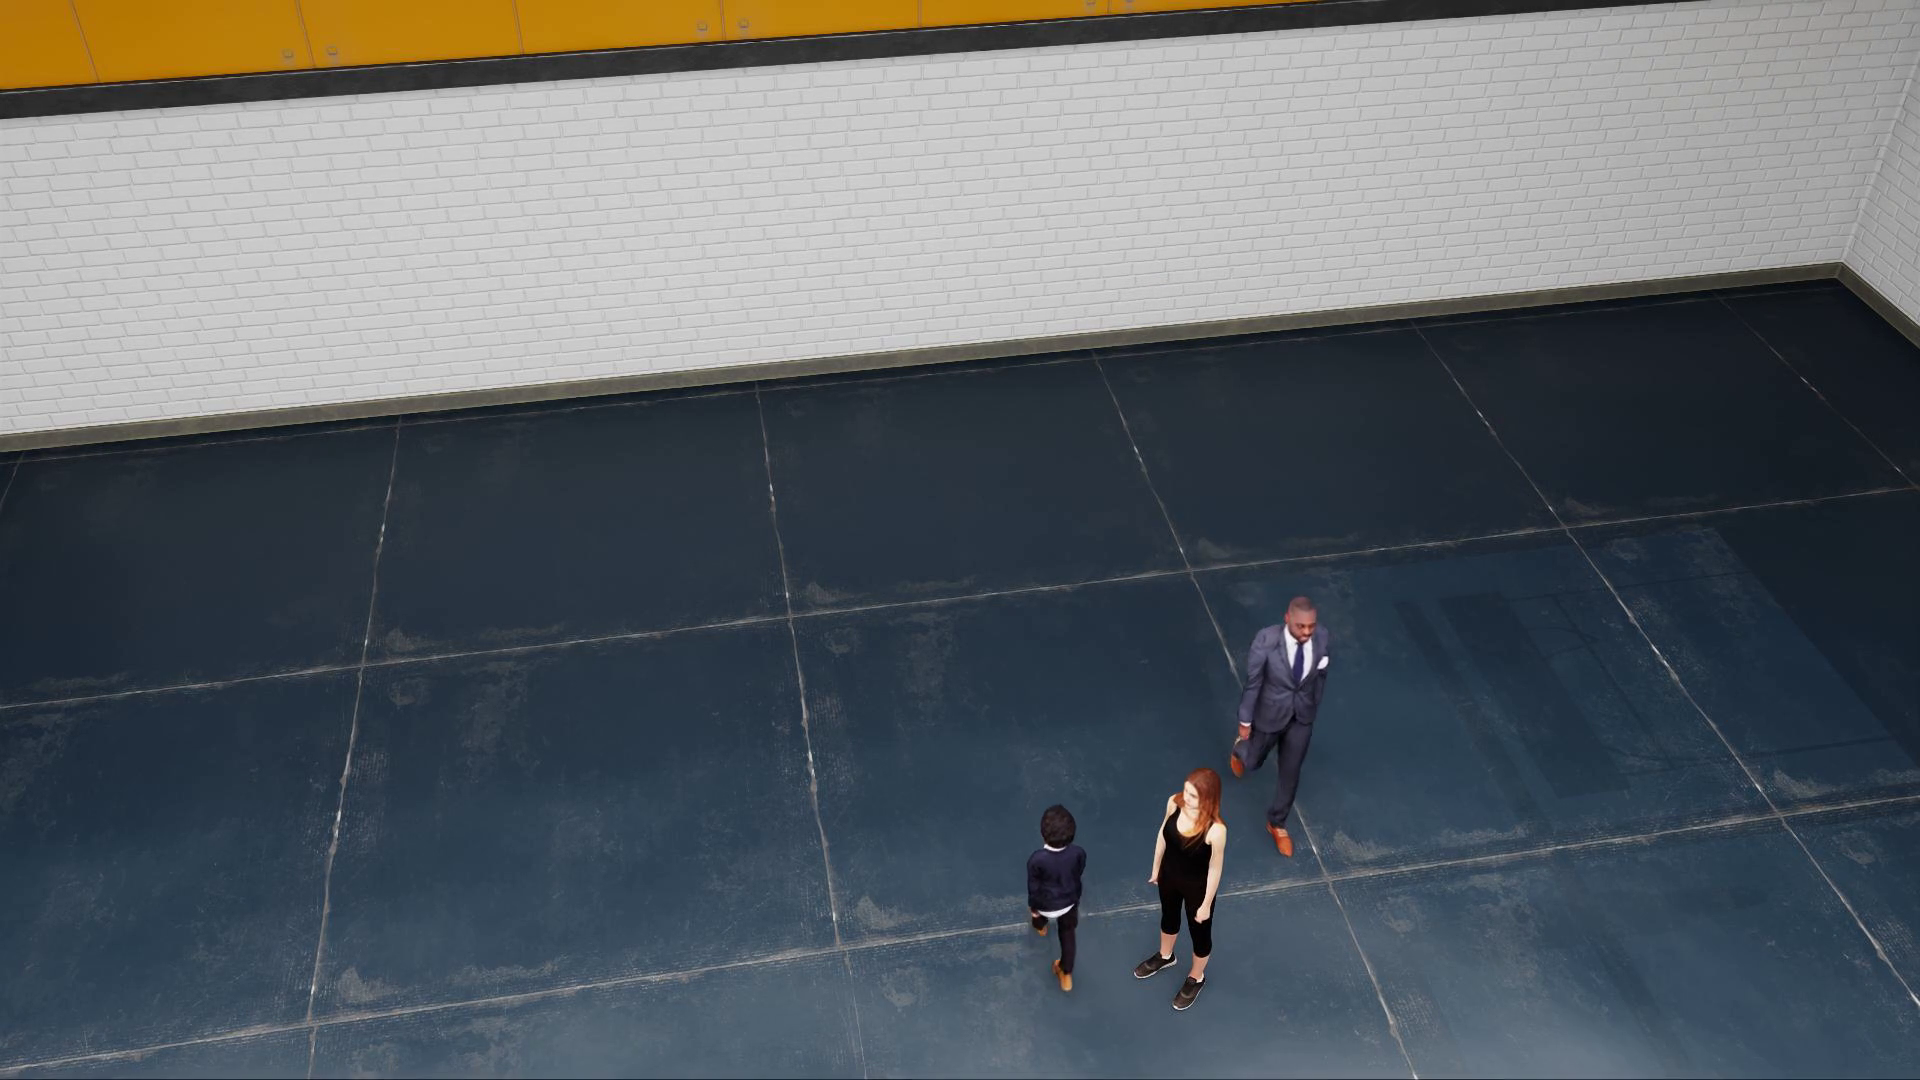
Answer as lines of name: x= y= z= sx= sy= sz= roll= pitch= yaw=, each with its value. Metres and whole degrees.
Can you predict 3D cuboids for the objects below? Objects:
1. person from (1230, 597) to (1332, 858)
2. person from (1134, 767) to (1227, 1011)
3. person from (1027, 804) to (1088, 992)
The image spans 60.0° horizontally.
person: x=1.900 y=1.005 z=10.038 sx=0.696 sy=1.797 sz=1.042 roll=-6 pitch=39 yaw=-8
person: x=1.247 y=1.854 z=9.033 sx=0.701 sy=1.726 sz=0.601 roll=-29 pitch=47 yaw=-31
person: x=0.554 y=2.017 z=9.258 sx=0.492 sy=1.190 sz=0.820 roll=-7 pitch=39 yaw=-9
